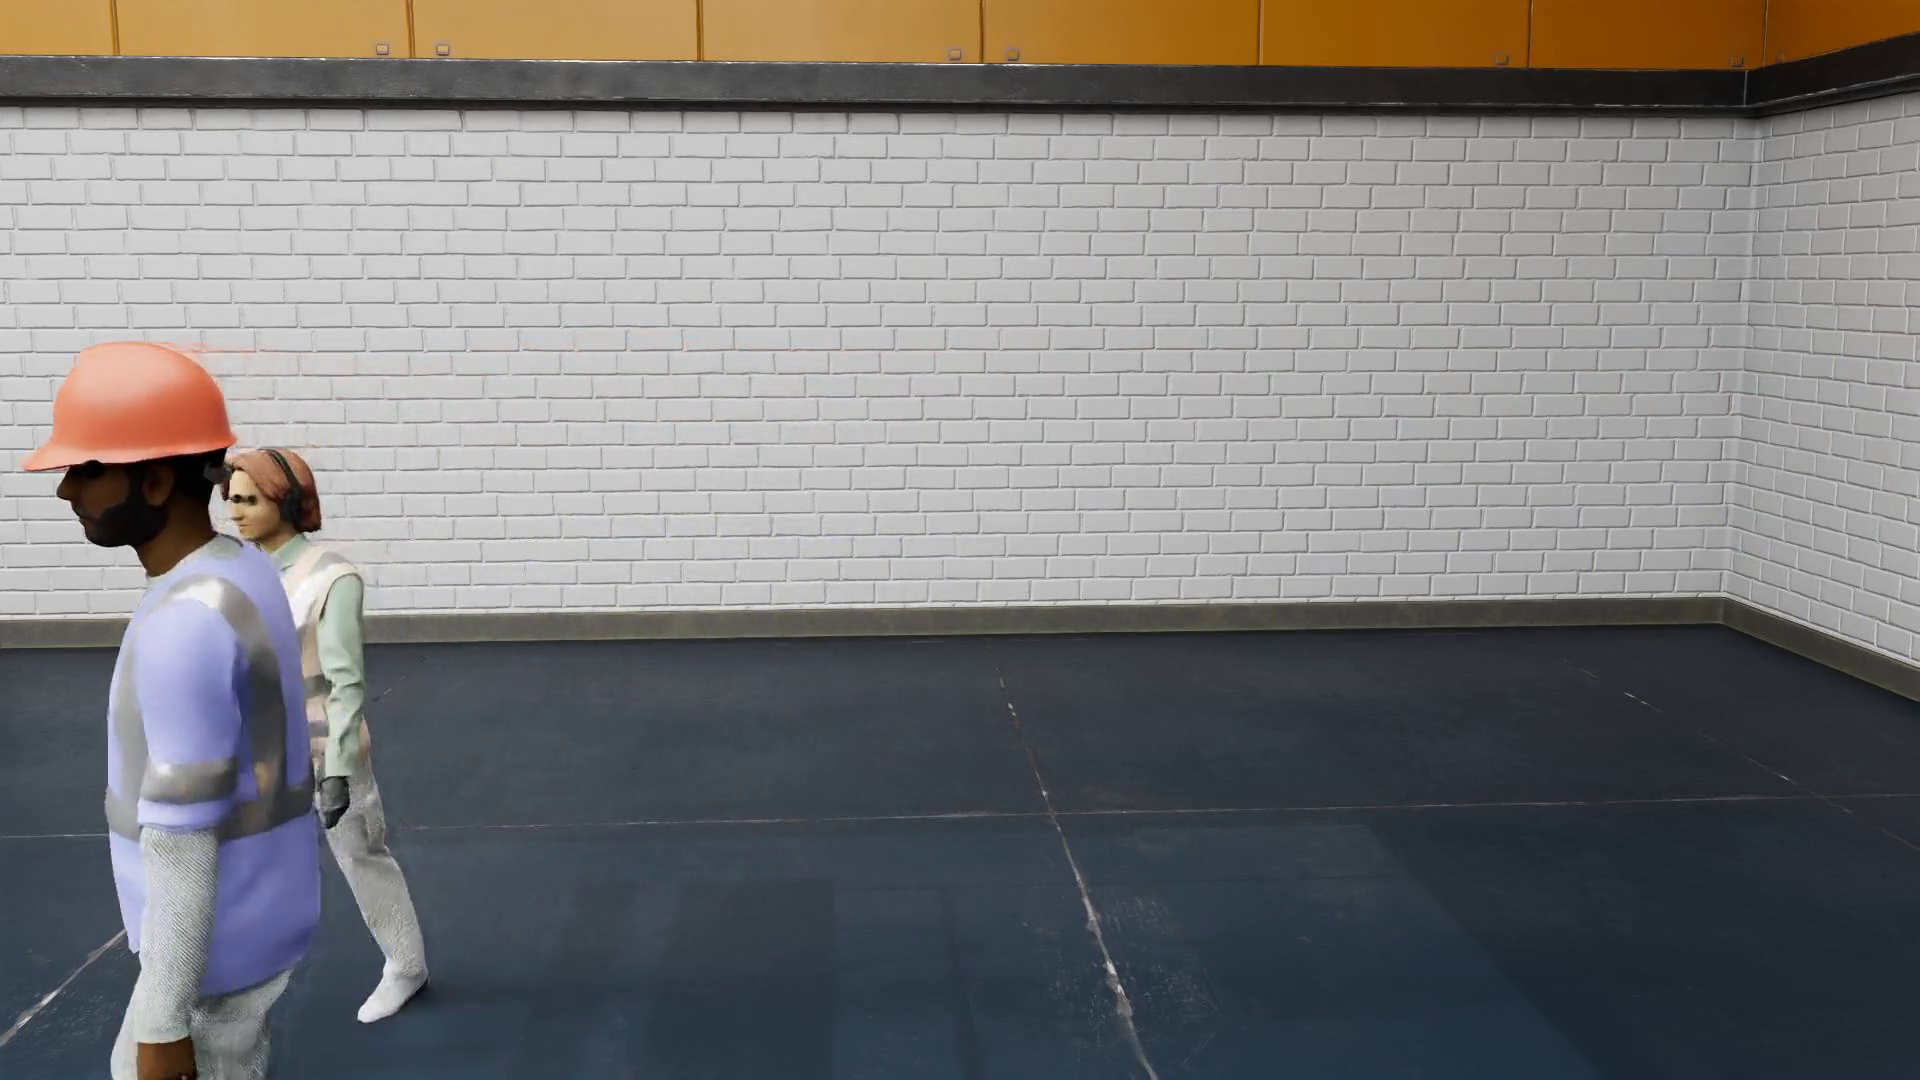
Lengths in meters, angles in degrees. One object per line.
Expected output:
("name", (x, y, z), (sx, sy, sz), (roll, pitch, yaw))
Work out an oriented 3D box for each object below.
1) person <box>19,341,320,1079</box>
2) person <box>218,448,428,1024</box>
("person", (-1.264, 0.637, 2.734), (0.402, 1.918, 0.565), (-3, 10, -18))
("person", (-1.705, 0.555, 4.260), (0.534, 1.589, 0.857), (4, 10, 24))
